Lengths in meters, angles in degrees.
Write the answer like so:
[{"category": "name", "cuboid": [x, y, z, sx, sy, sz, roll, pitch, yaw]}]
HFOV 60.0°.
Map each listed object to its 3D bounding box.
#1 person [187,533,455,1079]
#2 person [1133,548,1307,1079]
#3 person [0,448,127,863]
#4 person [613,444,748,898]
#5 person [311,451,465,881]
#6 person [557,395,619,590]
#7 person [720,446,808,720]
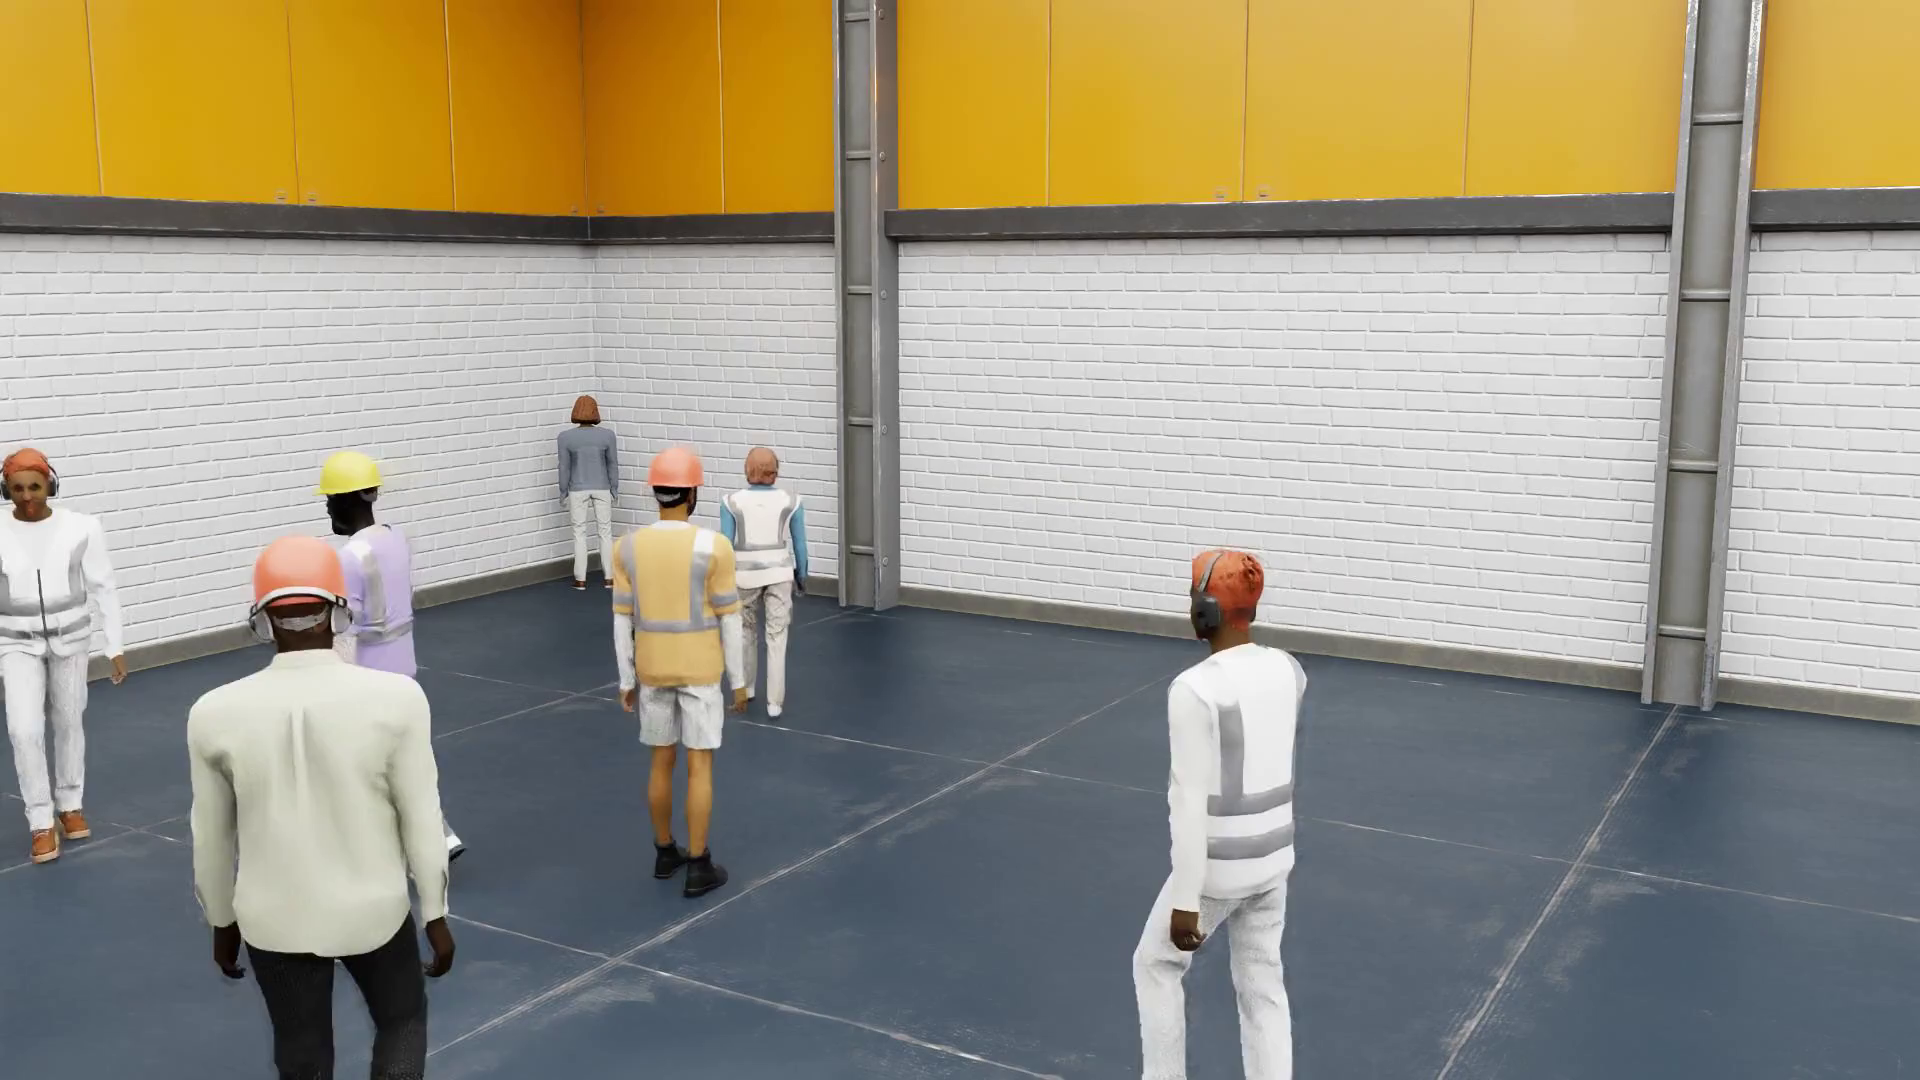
[{"category": "person", "cuboid": [-1.663, 0.970, 4.364, 0.650, 1.978, 0.434, -2, 9, -11]}, {"category": "person", "cuboid": [0.718, 0.938, 4.926, 0.603, 1.856, 0.746, -8, 12, -41]}, {"category": "person", "cuboid": [-4.146, 0.510, 7.573, 0.609, 1.855, 0.722, -6, 11, -32]}, {"category": "person", "cuboid": [-1.198, 0.550, 7.154, 0.553, 1.936, 0.393, 2, 9, 13]}, {"category": "person", "cuboid": [-2.485, 0.580, 6.998, 0.537, 1.922, 0.613, 1, 9, 3]}, {"category": "person", "cuboid": [-3.114, -0.396, 13.960, 0.498, 1.634, 0.280, -3, 10, -17]}, {"category": "person", "cuboid": [-1.193, 0.237, 10.084, 0.539, 1.608, 0.775, -1, 9, -7]}]
